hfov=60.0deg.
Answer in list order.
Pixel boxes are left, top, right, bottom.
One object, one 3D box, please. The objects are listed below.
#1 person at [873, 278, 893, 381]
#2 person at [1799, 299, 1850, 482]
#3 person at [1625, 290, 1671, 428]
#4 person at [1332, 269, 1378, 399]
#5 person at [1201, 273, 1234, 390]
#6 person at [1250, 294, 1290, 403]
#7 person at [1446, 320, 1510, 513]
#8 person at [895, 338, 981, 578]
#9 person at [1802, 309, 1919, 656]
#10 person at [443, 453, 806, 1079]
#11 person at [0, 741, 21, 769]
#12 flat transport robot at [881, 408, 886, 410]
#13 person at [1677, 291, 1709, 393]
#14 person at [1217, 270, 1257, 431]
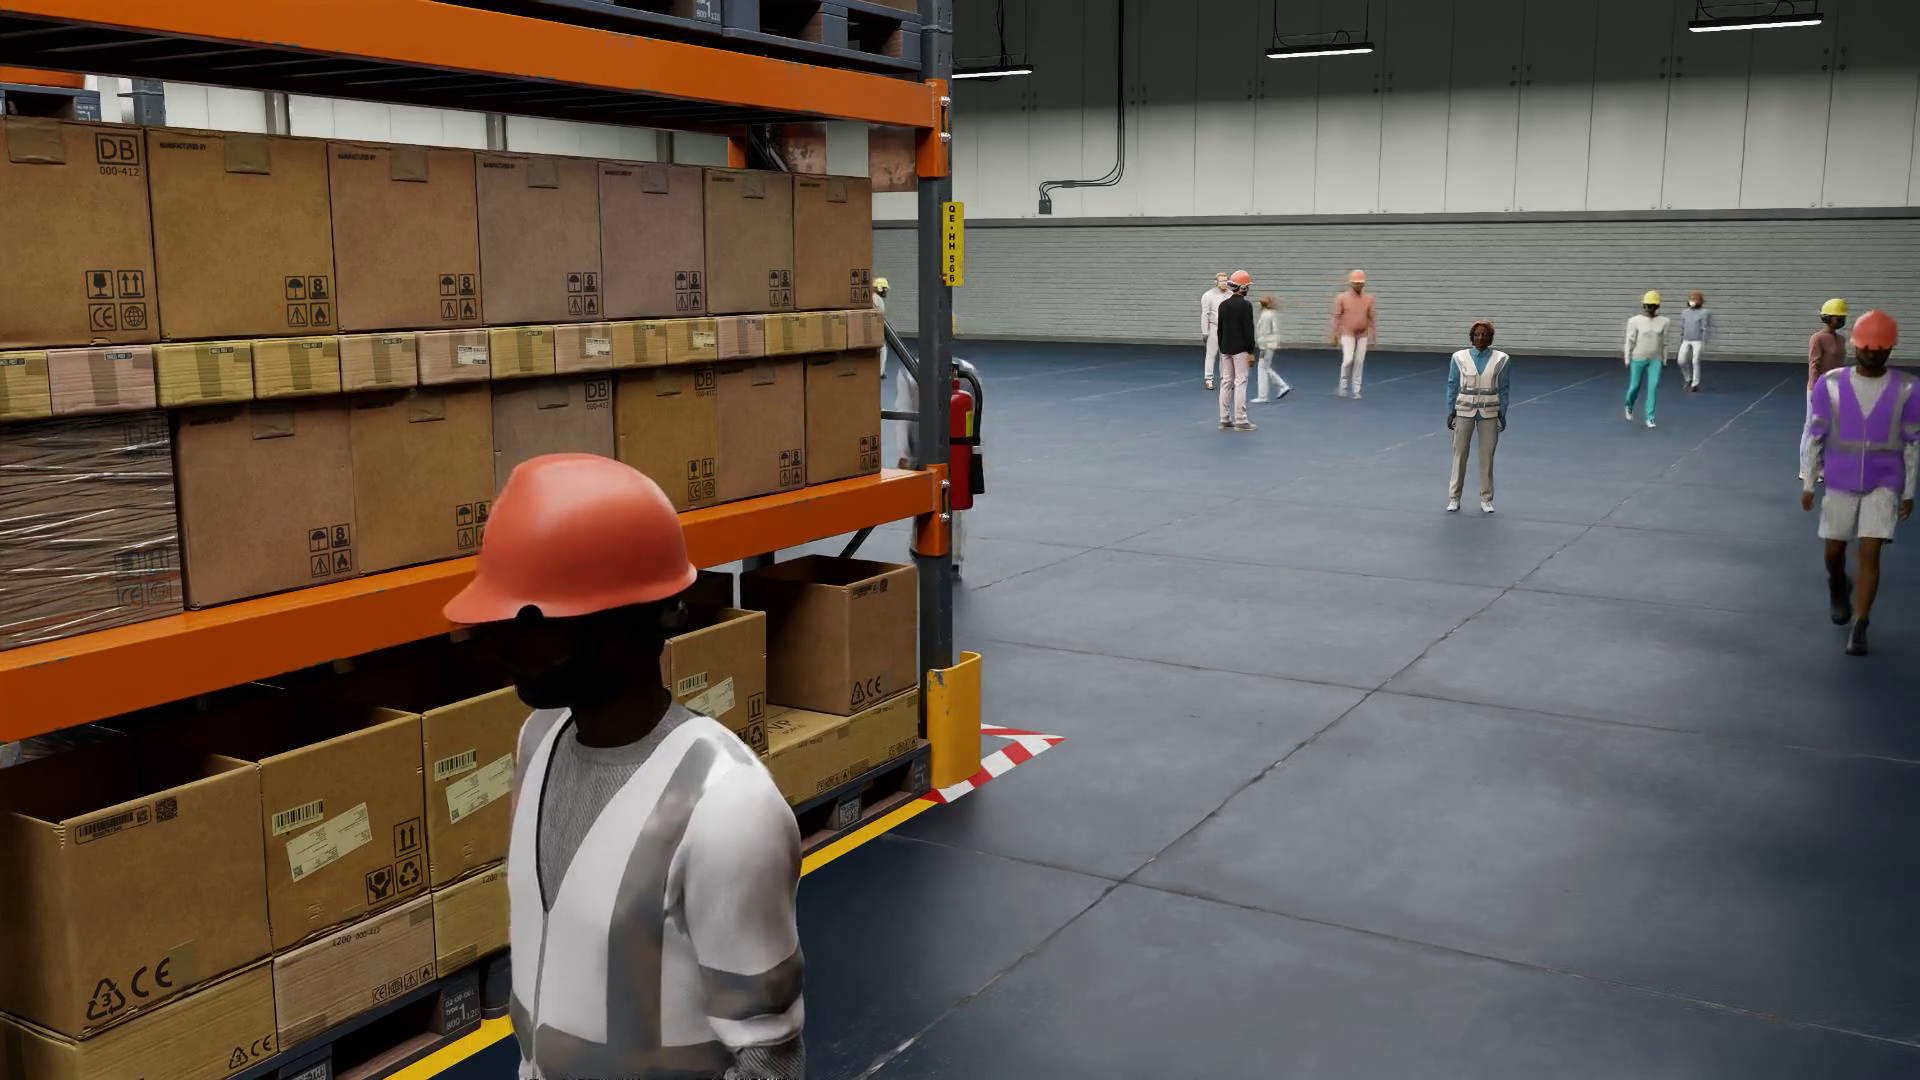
[{"bbox_3d":[-1.417,-3.660,28.973,0.695,1.793,0.611,0,10,1],"label":"person"},{"bbox_3d":[8.385,-1.444,16.097,0.525,1.770,0.307,-7,12,-34],"label":"person"},{"bbox_3d":[8.824,-2.335,21.395,0.531,1.748,0.704,2,10,9],"label":"person"},{"bbox_3d":[6.012,-3.118,25.272,0.637,1.973,0.434,-1,10,-7],"label":"person"},{"bbox_3d":[4.256,-3.401,27.143,0.655,1.906,0.407,-4,10,-20],"label":"person"},{"bbox_3d":[4.613,-2.842,24.701,0.472,1.619,0.548,3,10,19],"label":"person"},{"bbox_3d":[4.403,-1.052,14.173,0.512,1.641,0.307,2,10,13],"label":"person"},{"bbox_3d":[-0.152,-0.658,11.447,0.616,1.781,0.922,-2,10,-12],"label":"person"},{"bbox_3d":[5.030,-0.341,9.277,0.557,1.905,0.777,6,11,31],"label":"person"},{"bbox_3d":[-0.441,0.844,2.208,0.375,1.933,0.548,-9,13,-42],"label":"person"},{"bbox_3d":[-3.615,0.200,6.274,0.605,1.829,0.979,5,11,27],"label":"person"},{"bbox_3d":[-1.740,-1.799,22.549,1.431,0.197,0.652,-3,10,-18],"label":"flat transport robot"},{"bbox_3d":[11.696,-3.156,26.556,0.342,1.621,0.507,-7,12,-36],"label":"person"},{"bbox_3d":[3.468,-2.360,20.790,0.379,1.996,0.611,-6,11,-32],"label":"person"}]
